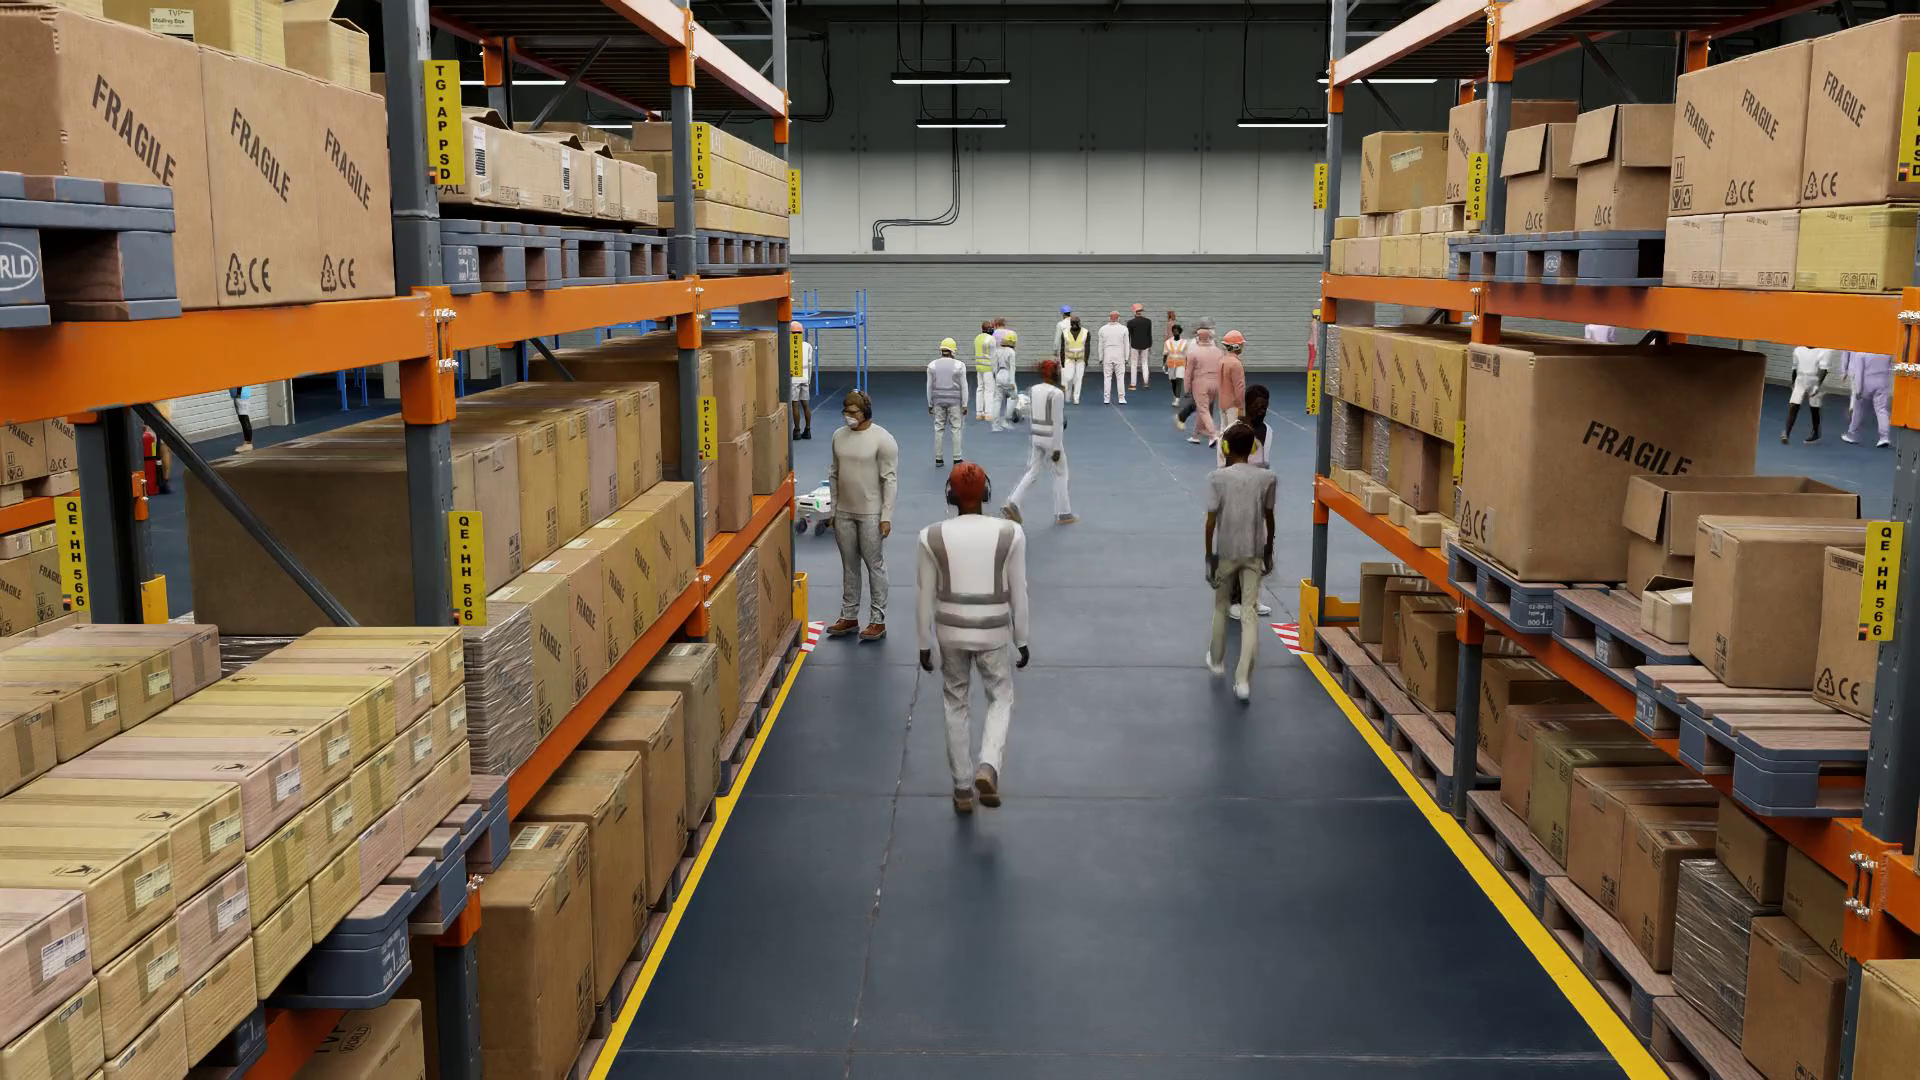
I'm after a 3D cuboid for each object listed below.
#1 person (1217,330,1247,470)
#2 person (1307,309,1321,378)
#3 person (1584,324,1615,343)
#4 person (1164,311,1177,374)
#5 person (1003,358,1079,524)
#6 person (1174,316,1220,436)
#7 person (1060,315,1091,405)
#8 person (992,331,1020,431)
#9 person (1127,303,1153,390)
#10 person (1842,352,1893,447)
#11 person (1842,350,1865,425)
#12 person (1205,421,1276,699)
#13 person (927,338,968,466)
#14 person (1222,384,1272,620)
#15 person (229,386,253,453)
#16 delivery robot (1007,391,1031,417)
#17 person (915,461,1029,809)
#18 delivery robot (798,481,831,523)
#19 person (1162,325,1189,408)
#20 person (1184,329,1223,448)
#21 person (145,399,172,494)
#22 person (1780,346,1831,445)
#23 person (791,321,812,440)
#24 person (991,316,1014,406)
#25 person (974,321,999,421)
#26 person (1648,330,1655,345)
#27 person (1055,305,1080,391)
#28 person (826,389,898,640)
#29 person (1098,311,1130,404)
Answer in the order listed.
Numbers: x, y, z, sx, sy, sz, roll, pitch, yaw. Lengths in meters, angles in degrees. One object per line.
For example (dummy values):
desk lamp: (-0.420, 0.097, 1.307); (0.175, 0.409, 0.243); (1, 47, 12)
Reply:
person: (3.641, -1.795, 22.227); (0.376, 1.997, 0.612); (-3, 10, -15)
person: (8.775, -4.828, 41.114); (0.340, 1.757, 0.518); (1, 10, 5)
person: (13.292, -3.870, 34.566); (0.631, 2.028, 0.638); (1, 10, 5)
person: (5.507, -5.141, 43.342); (0.310, 1.638, 0.523); (5, 11, 26)
person: (0.902, -1.090, 18.476); (0.897, 1.858, 0.578); (-7, 12, -37)
person: (4.045, -2.745, 27.915); (0.725, 2.000, 0.696); (7, 12, 38)
person: (2.367, -3.687, 34.101); (0.622, 1.819, 0.492); (1, 9, 3)
person: (0.785, -2.730, 28.648); (0.529, 1.710, 0.600); (-7, 12, -37)
person: (4.072, -4.420, 37.976); (0.647, 1.989, 0.427); (-2, 10, -14)
person: (14.458, -2.413, 26.393); (0.643, 1.850, 1.048); (0, 9, 0)
person: (15.987, -2.980, 29.561); (0.743, 1.924, 0.639); (-7, 12, -36)
person: (1.893, 0.108, 11.333); (0.504, 1.823, 0.957); (0, 9, 3)
person: (-0.171, -1.966, 23.753); (0.599, 1.827, 0.403); (3, 10, 15)
person: (2.361, -0.328, 13.695); (0.398, 1.913, 0.588); (8, 13, 41)
person: (-11.021, -2.184, 25.456); (0.317, 1.695, 0.540); (-3, 10, -17)
delivery robot: (1.129, -2.499, 30.605); (0.477, 0.478, 0.707); (-3, 10, -19)
person: (0.061, 0.520, 8.718); (0.607, 1.871, 0.549); (0, 9, 2)
delivery robot: (-1.437, -0.401, 18.035); (0.477, 0.478, 0.707); (7, 12, 36)
person: (4.374, -3.524, 33.622); (0.546, 1.651, 0.883); (4, 10, 22)
person: (3.887, -2.418, 26.423); (0.647, 1.858, 1.007); (-5, 11, -27)
person: (-10.175, -1.546, 20.961); (0.483, 1.916, 0.559); (5, 11, 28)
person: (13.524, -2.461, 26.502); (0.974, 1.913, 0.598); (-9, 13, -44)
person: (-2.690, -2.629, 27.400); (0.375, 1.935, 0.551); (9, 13, 42)
person: (0.820, -3.601, 33.521); (0.594, 1.829, 0.579); (-2, 10, -13)
person: (0.506, -3.136, 30.770); (0.430, 1.836, 0.618); (-5, 11, -30)
person: (16.686, -4.676, 39.684); (0.375, 1.935, 0.554); (-7, 12, -37)
person: (2.444, -4.356, 37.743); (0.623, 1.939, 0.410); (-5, 11, -29)
person: (-0.767, -0.200, 12.866); (0.627, 1.934, 0.372); (7, 12, 35)
person: (3.170, -3.749, 34.202); (0.641, 1.910, 0.401); (2, 10, 14)
